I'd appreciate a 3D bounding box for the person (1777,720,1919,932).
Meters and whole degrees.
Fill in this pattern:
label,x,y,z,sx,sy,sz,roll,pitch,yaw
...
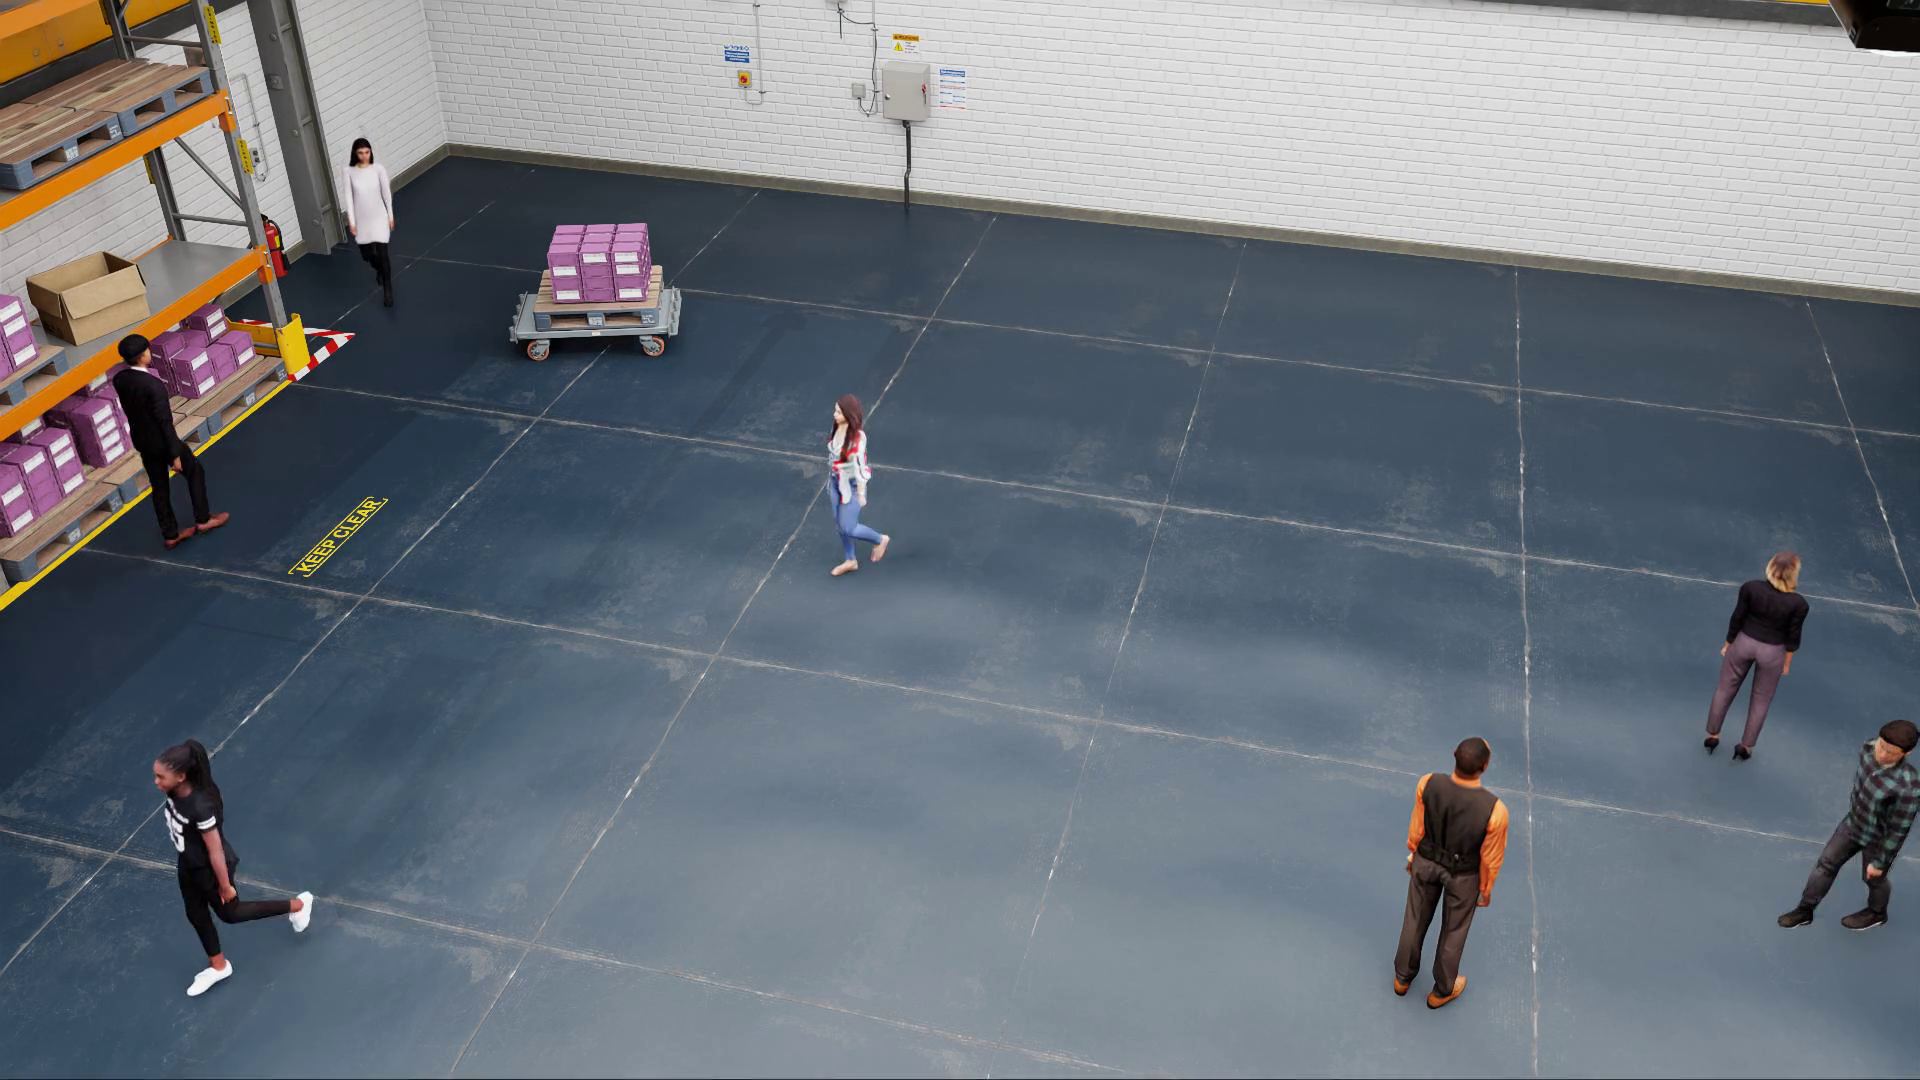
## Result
label,x,y,z,sx,sy,sz,roll,pitch,yaw
person,5.401,1.654,9.706,1.013,1.687,1.042,-5,34,-8

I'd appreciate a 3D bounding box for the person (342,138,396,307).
label,x,y,z,sx,sy,sz,roll,pitch,yaw
person,-6.136,-3.357,17.394,0.852,1.790,0.970,-8,34,-12

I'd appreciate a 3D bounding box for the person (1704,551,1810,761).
label,x,y,z,sx,sy,sz,roll,pitch,yaw
person,5.384,0.792,11.261,0.668,1.669,0.648,21,39,28

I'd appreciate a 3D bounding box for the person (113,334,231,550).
label,x,y,z,sx,sy,sz,roll,pitch,yaw
person,-6.540,-0.744,13.397,0.753,1.862,0.815,13,36,18

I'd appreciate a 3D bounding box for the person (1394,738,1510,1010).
label,x,y,z,sx,sy,sz,roll,pitch,yaw
person,2.757,1.879,9.410,0.765,1.908,0.732,21,39,28

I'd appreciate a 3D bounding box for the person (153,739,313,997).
label,x,y,z,sx,sy,sz,roll,pitch,yaw
person,-4.271,1.851,9.632,0.904,1.708,1.133,26,41,33

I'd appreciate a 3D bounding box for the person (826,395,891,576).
label,x,y,z,sx,sy,sz,roll,pitch,yaw
person,-0.822,-0.441,13.176,0.875,1.602,0.813,-19,38,-26
